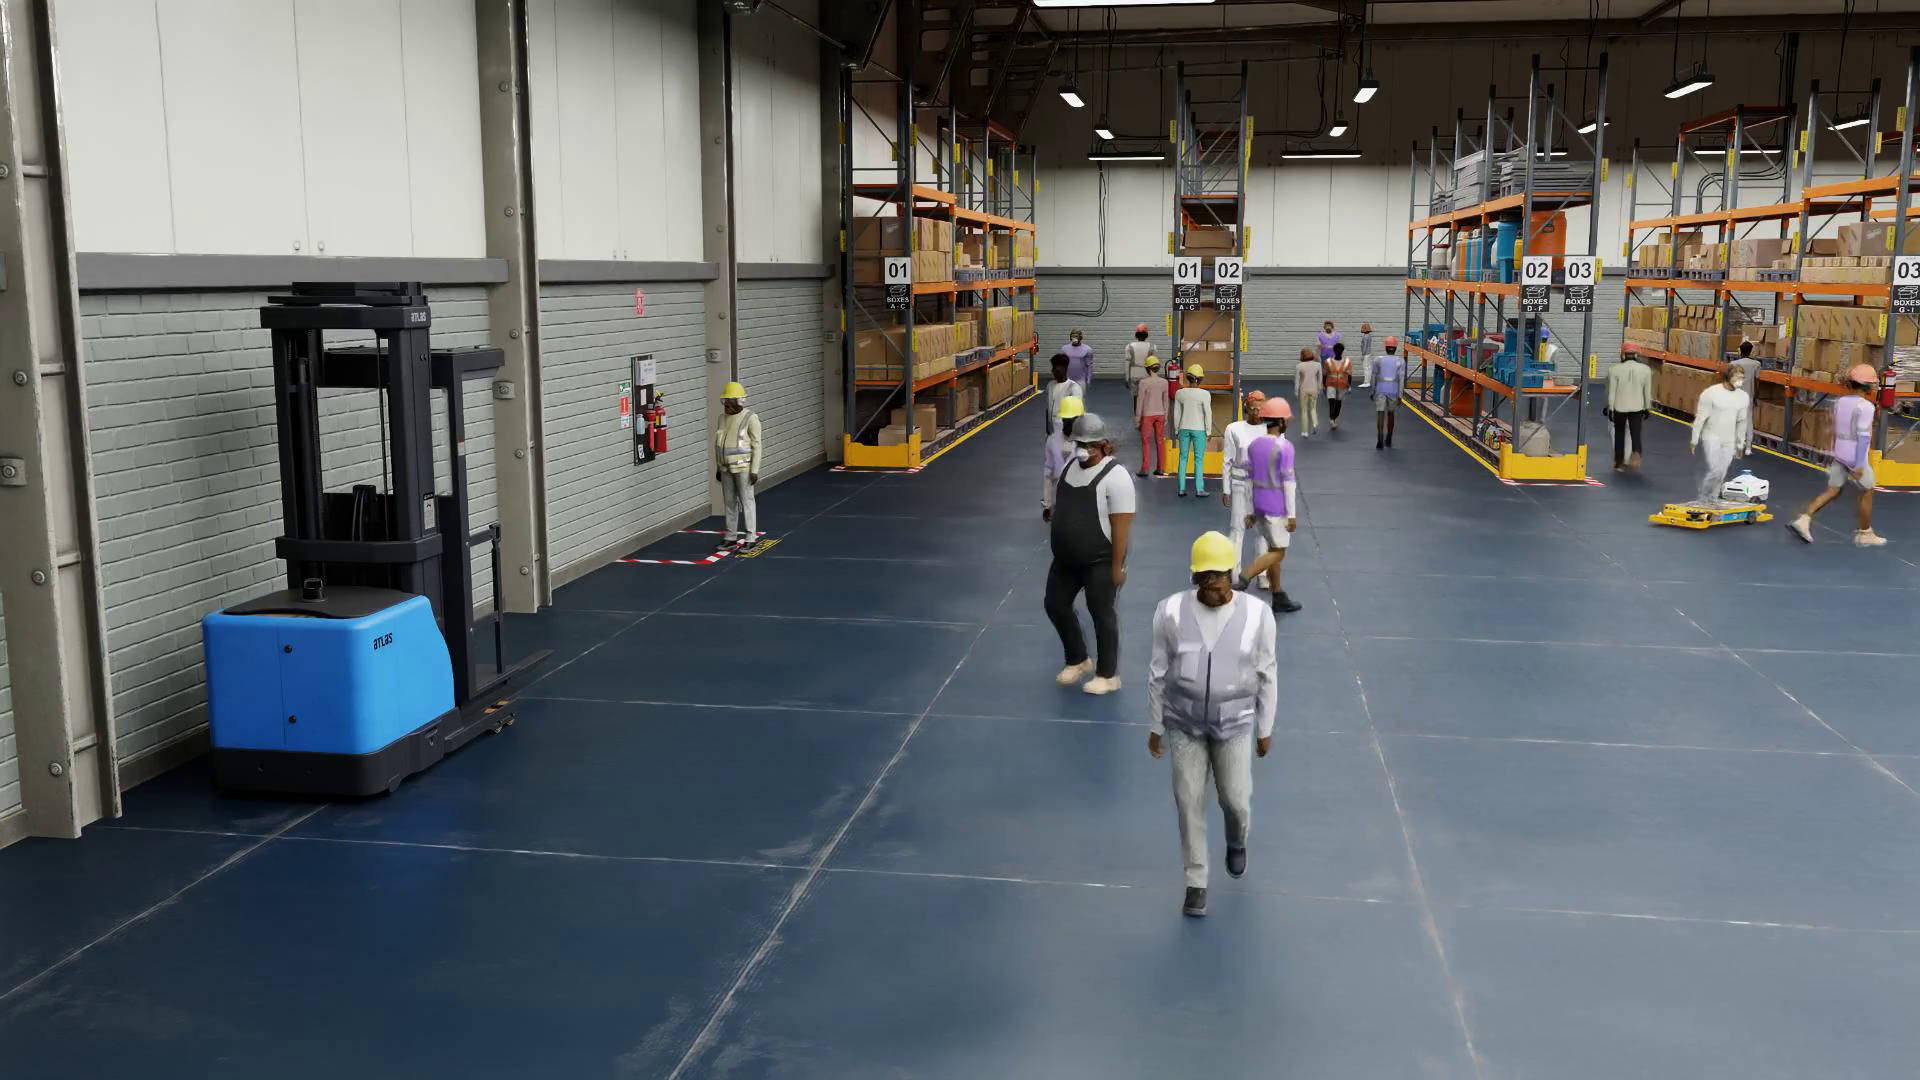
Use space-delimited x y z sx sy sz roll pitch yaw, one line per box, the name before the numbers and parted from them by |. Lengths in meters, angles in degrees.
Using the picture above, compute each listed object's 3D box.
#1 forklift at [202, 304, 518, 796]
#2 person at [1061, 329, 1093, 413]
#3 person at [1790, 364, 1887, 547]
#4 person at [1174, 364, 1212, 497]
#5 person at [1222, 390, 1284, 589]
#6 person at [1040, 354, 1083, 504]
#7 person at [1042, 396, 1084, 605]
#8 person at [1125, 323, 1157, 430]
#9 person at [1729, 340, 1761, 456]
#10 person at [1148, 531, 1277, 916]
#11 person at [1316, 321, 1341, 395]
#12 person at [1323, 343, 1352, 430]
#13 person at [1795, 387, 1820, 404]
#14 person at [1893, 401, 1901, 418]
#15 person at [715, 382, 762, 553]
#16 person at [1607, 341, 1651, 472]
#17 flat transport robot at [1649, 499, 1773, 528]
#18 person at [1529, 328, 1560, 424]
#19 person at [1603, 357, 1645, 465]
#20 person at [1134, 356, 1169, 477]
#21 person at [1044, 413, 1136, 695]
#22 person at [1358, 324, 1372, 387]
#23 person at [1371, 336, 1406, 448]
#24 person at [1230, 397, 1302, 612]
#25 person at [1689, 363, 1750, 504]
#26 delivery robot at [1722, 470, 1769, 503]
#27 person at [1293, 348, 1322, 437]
forklift | -3.673 -0.038 10.147 1.129 2.768 1.873 1 9 9
person | 2.147 -2.947 30.855 0.627 1.940 0.371 3 10 16
person | 9.683 -0.923 18.201 0.998 2.008 0.615 -1 9 -5
person | 3.116 -1.459 22.208 0.534 1.767 0.319 6 11 31
person | 2.773 -0.478 15.788 0.574 1.887 0.356 1 9 7
person | 1.303 -1.402 21.248 0.372 1.963 0.608 -7 12 -39
person | 1.038 -0.353 14.957 0.589 1.909 0.530 7 12 37
person | 3.425 -3.087 31.470 0.608 2.026 0.619 1 9 6
person | 12.791 -2.320 27.193 0.520 1.873 0.328 2 9 13
person | 1.195 0.838 7.897 0.599 1.813 0.531 2 9 13
person | 8.898 -4.382 40.163 0.581 1.784 0.967 2 9 13
person | 7.175 -2.933 31.670 0.540 1.639 0.951 1 9 6
person | 16.045 -2.904 31.521 0.534 1.626 0.364 1 9 8
person | 19.290 -3.455 34.387 0.603 1.809 0.759 1 9 7
person | -2.404 -0.783 17.836 0.600 1.829 0.404 6 11 34
person | 9.978 -1.984 24.794 0.624 1.971 0.719 2 9 12
flat transport robot | 9.017 -0.326 19.947 1.431 0.197 0.652 -5 11 -30
person | 11.117 -3.080 31.729 0.628 1.925 0.629 1 9 8
person | 10.331 -2.073 25.811 0.648 1.826 0.520 2 9 14
person | 2.820 -1.819 24.453 0.533 1.762 0.325 -5 11 -29
person | 0.909 0.108 11.830 0.538 2.000 0.702 -8 12 -40
person | 10.518 -4.785 43.126 0.280 1.634 0.498 5 11 29
person | 7.311 -2.529 28.441 0.564 1.903 0.973 2 10 15
person | 2.673 -0.289 14.538 0.800 1.920 0.552 -4 10 -22
person | 9.122 -1.168 19.968 0.653 1.909 0.479 -2 9 -14
delivery robot | 9.760 -0.629 20.658 0.707 0.478 0.477 -9 13 -44
person | 6.303 -2.678 30.167 0.523 1.613 0.381 -1 9 -3
